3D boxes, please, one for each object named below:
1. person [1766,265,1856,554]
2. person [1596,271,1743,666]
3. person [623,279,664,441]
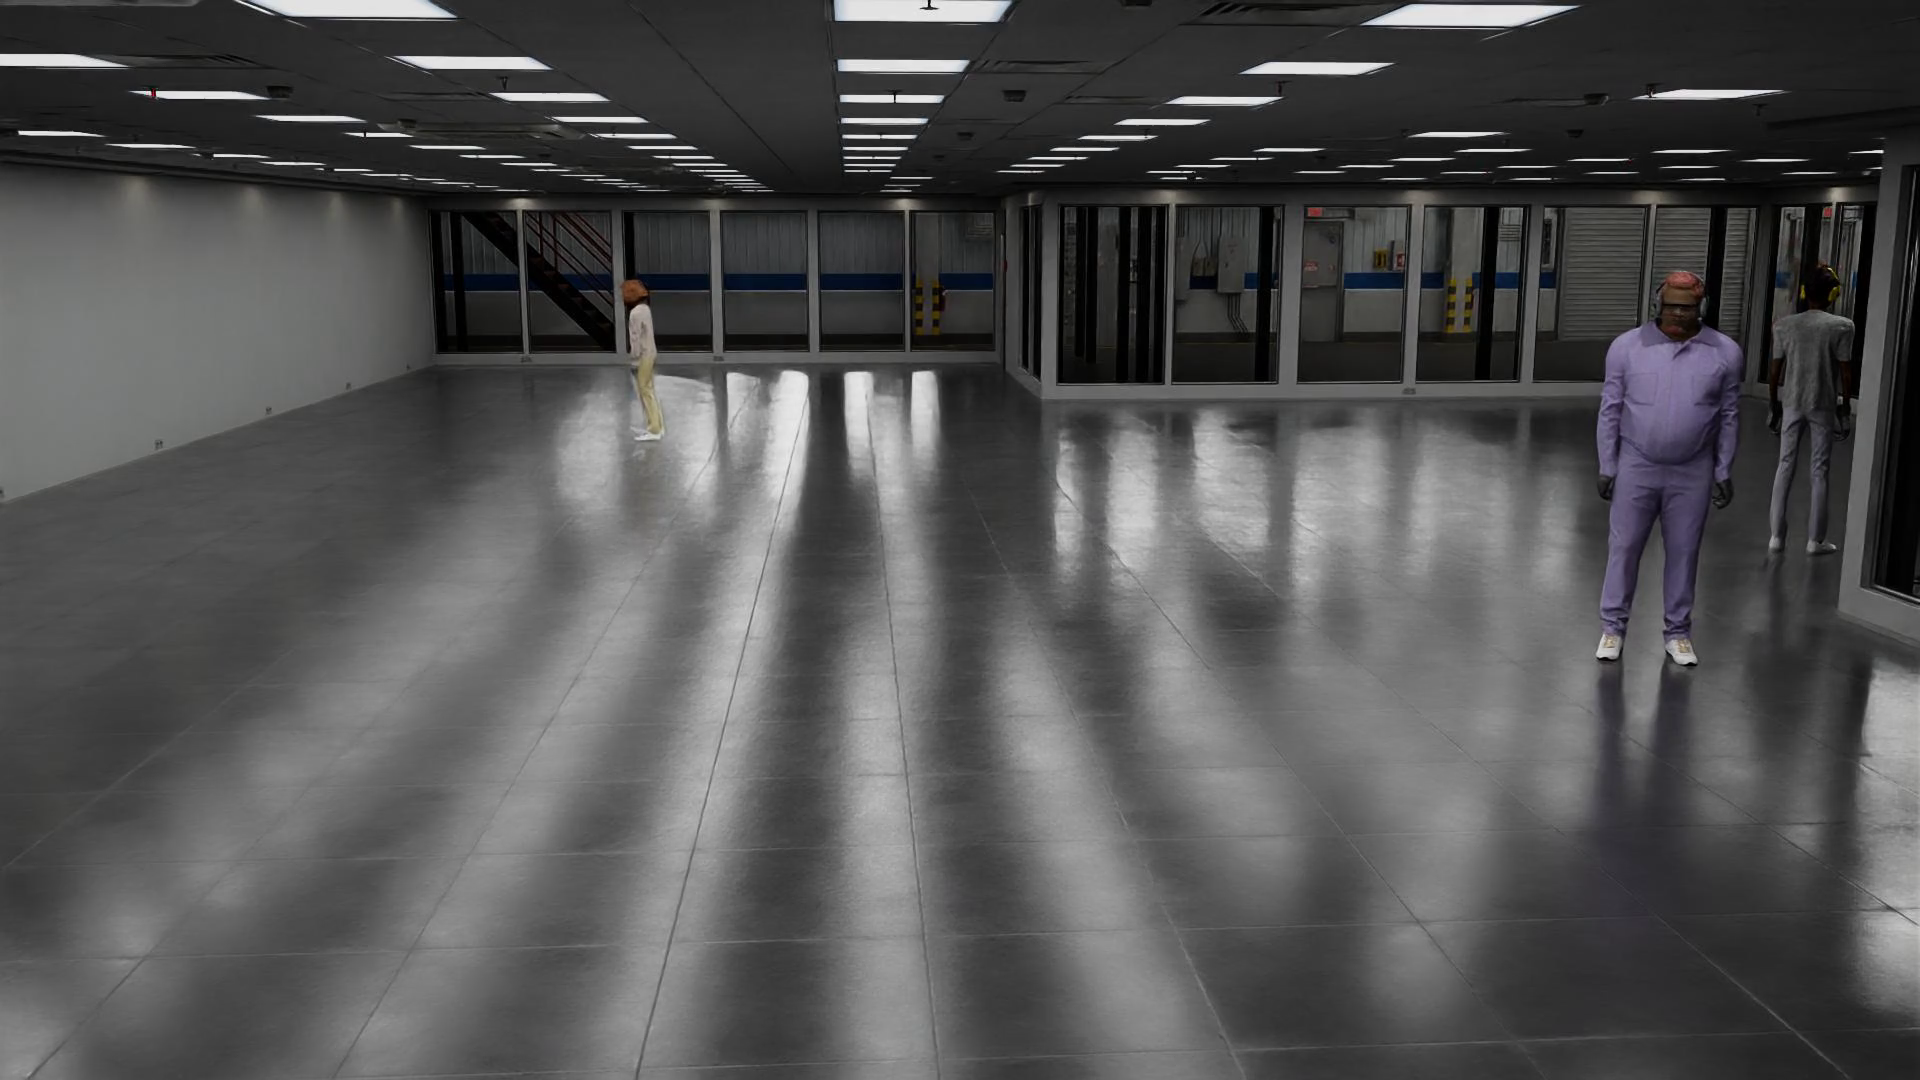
[{"bbox_3d":[5.524,-0.838,10.817,0.515,1.872,0.328,9,14,39],"label":"person"},{"bbox_3d":[3.404,-0.338,8.032,0.636,1.902,0.405,3,11,16],"label":"person"},{"bbox_3d":[-3.183,-1.803,16.705,0.343,1.617,0.512,0,11,2],"label":"person"}]
